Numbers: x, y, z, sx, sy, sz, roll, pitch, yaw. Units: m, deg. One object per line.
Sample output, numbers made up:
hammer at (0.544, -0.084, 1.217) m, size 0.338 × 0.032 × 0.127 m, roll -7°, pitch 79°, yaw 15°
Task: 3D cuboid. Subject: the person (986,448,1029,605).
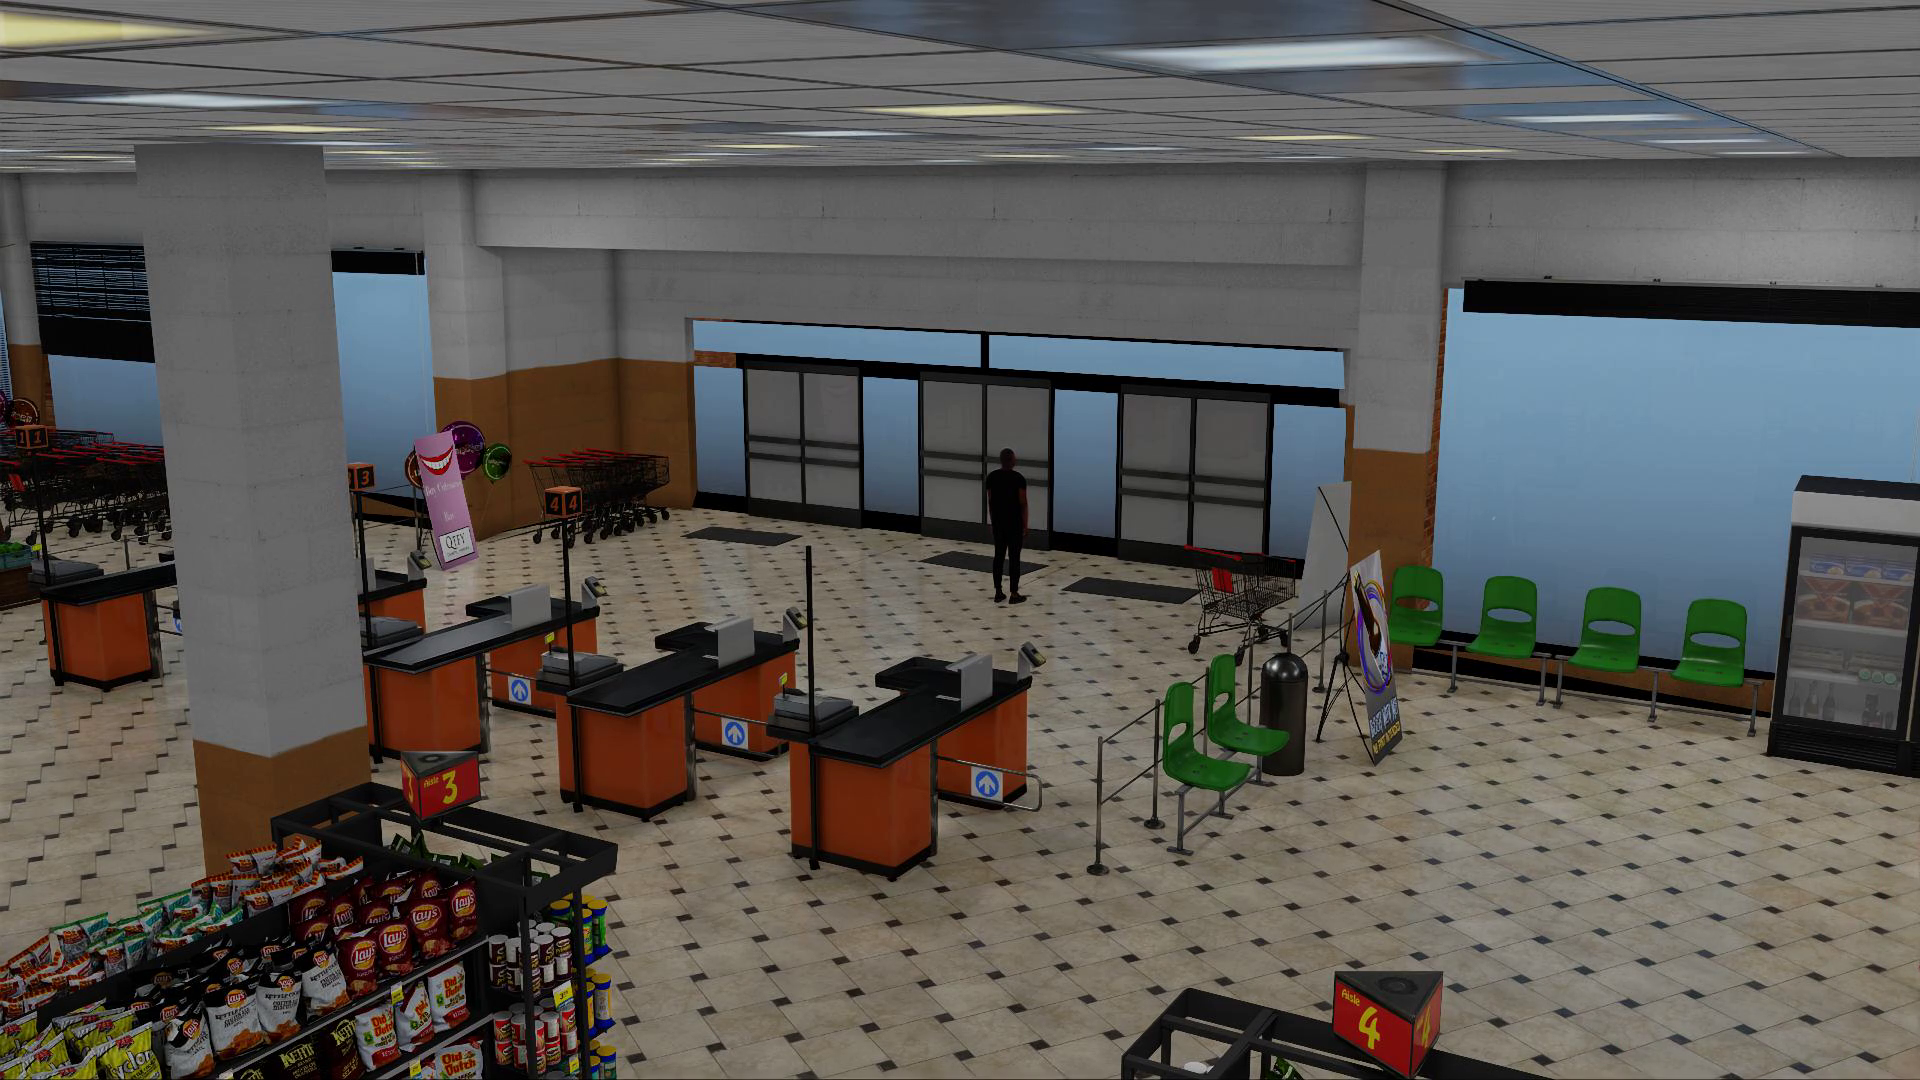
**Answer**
person at (0.551, -0.171, 19.344) m, size 0.663 × 1.820 × 0.551 m, roll 6°, pitch 13°, yaw 28°
